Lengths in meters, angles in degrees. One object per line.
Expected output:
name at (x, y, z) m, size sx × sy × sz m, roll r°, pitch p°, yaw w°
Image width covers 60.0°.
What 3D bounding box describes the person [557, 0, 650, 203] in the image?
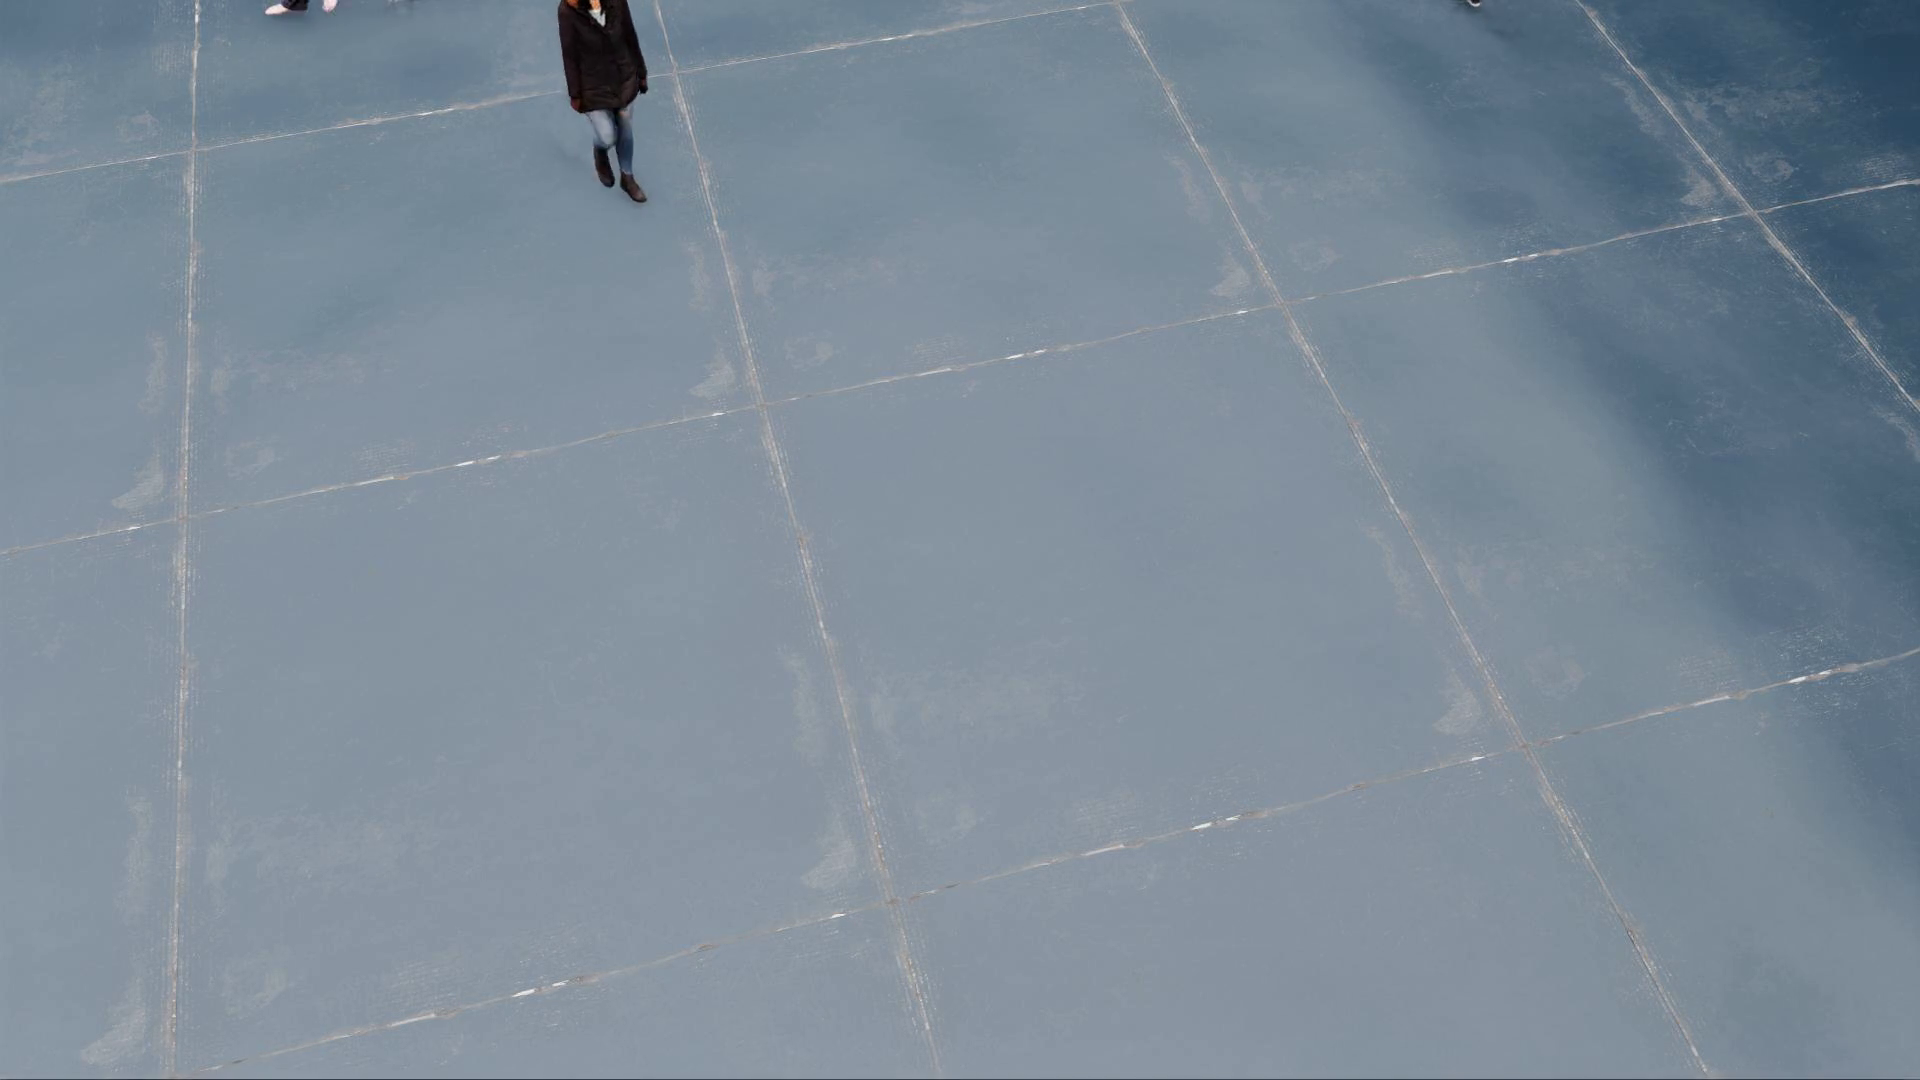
person at (-2.047, -2.641, 9.413) m, size 0.757 × 1.629 × 0.792 m, roll -32°, pitch 59°, yaw -22°
